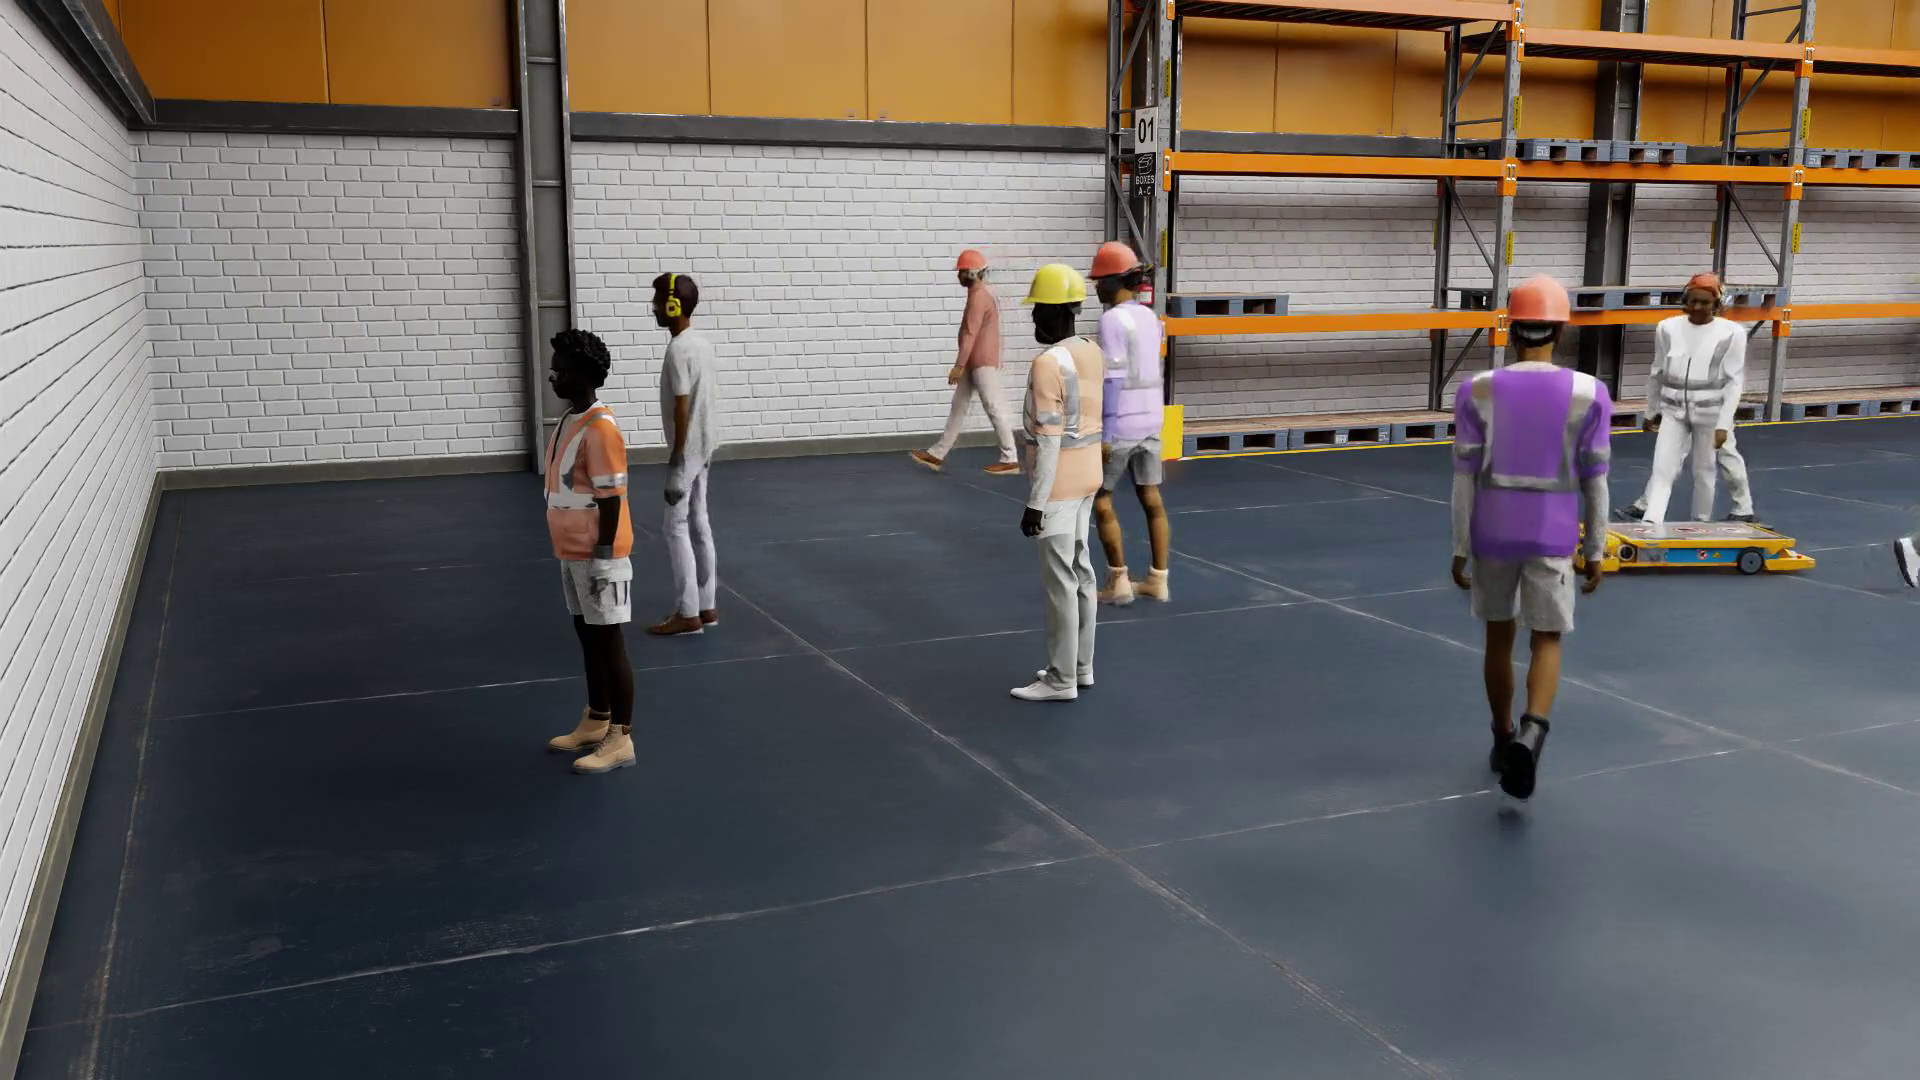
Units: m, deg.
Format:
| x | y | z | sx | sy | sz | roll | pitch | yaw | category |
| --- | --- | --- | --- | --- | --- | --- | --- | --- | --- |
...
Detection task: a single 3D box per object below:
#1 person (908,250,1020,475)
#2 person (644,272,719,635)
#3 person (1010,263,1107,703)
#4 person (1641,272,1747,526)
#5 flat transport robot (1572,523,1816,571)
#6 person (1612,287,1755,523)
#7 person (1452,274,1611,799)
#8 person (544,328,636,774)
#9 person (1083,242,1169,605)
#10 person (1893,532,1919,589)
| x | y | z | sx | sy | sz | roll | pitch | yaw | category |
| --- | --- | --- | --- | --- | --- | --- | --- | --- | --- |
| 0.059 | -1.525 | 14.409 | 1.010 | 1.938 | 0.629 | 0 | 10 | -1 | person |
| -1.434 | -0.435 | 8.586 | 0.354 | 1.867 | 0.560 | 2 | 10 | 9 | person |
| 0.437 | -0.245 | 7.336 | 0.360 | 1.929 | 0.587 | 5 | 11 | 24 | person |
| 4.614 | -0.771 | 10.583 | 0.641 | 1.811 | 0.974 | 9 | 14 | 41 | person |
| 4.483 | 0.034 | 10.402 | 1.431 | 0.197 | 0.652 | 0 | 10 | -2 | flat transport robot |
| 5.180 | -0.942 | 11.668 | 0.973 | 1.773 | 0.586 | 0 | 10 | 0 | person |
| 2.065 | -0.008 | 6.077 | 0.549 | 1.913 | 0.792 | 4 | 11 | 21 | person |
| -1.430 | 0.040 | 6.395 | 0.316 | 1.696 | 0.540 | -6 | 12 | -28 | person |
| 0.915 | -0.631 | 9.265 | 0.537 | 2.020 | 0.625 | 6 | 12 | 32 | person |
| 5.743 | -0.569 | 9.244 | 0.769 | 1.891 | 0.587 | 5 | 11 | 25 | person |
